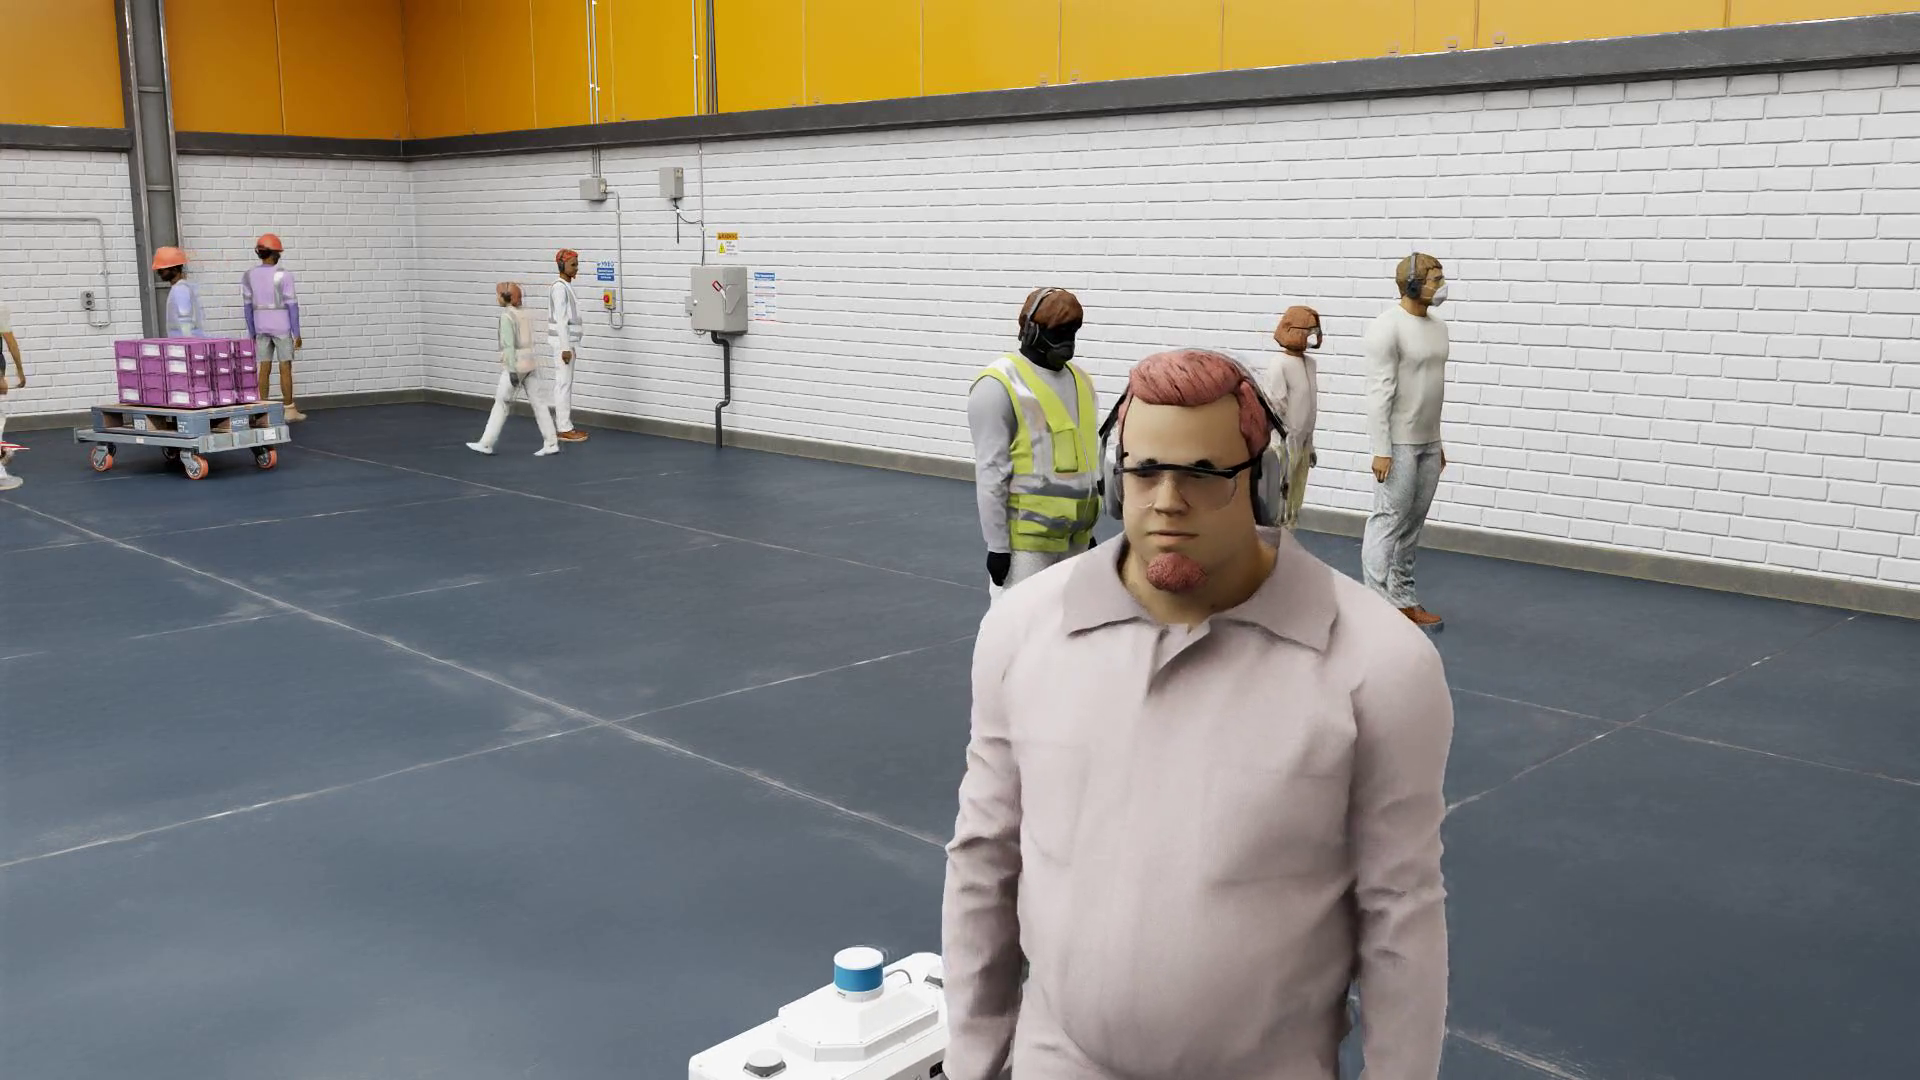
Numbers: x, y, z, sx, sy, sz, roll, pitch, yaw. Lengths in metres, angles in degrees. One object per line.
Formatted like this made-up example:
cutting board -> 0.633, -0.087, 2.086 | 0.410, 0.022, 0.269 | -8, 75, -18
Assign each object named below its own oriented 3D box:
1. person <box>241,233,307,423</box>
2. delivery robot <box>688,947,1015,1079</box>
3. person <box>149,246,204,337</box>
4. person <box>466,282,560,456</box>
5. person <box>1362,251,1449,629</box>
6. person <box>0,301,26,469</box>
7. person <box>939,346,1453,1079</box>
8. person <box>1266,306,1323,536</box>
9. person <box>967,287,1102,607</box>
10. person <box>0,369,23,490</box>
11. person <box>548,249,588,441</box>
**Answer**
person -> -7.420, -2.289, 18.023 | 0.614, 2.039, 0.392 | 2, 11, 9
delivery robot -> -0.205, 1.084, 3.430 | 0.477, 0.478, 0.707 | 9, 14, 41
person -> -7.335, -1.802, 15.712 | 0.475, 1.913, 0.653 | -4, 11, -22
person -> -4.086, -1.551, 15.208 | 0.864, 1.594, 0.513 | 2, 11, 12
person -> 2.274, -0.480, 8.436 | 0.364, 1.939, 0.636 | 10, 14, 43
person -> -8.238, -1.437, 14.065 | 0.520, 1.796, 0.955 | -1, 10, -6
person -> 0.297, 0.685, 2.223 | 0.670, 1.891, 0.672 | 5, 11, 25
person -> 1.876, -0.504, 9.402 | 0.266, 1.631, 0.507 | 8, 13, 36
person -> 0.311, -0.009, 6.155 | 0.429, 1.837, 0.621 | 9, 14, 40
person -> -7.739, -1.339, 13.140 | 0.442, 1.940, 0.700 | -8, 13, -36
person -> -3.886, -1.921, 16.451 | 0.362, 1.883, 0.576 | -1, 10, -8
